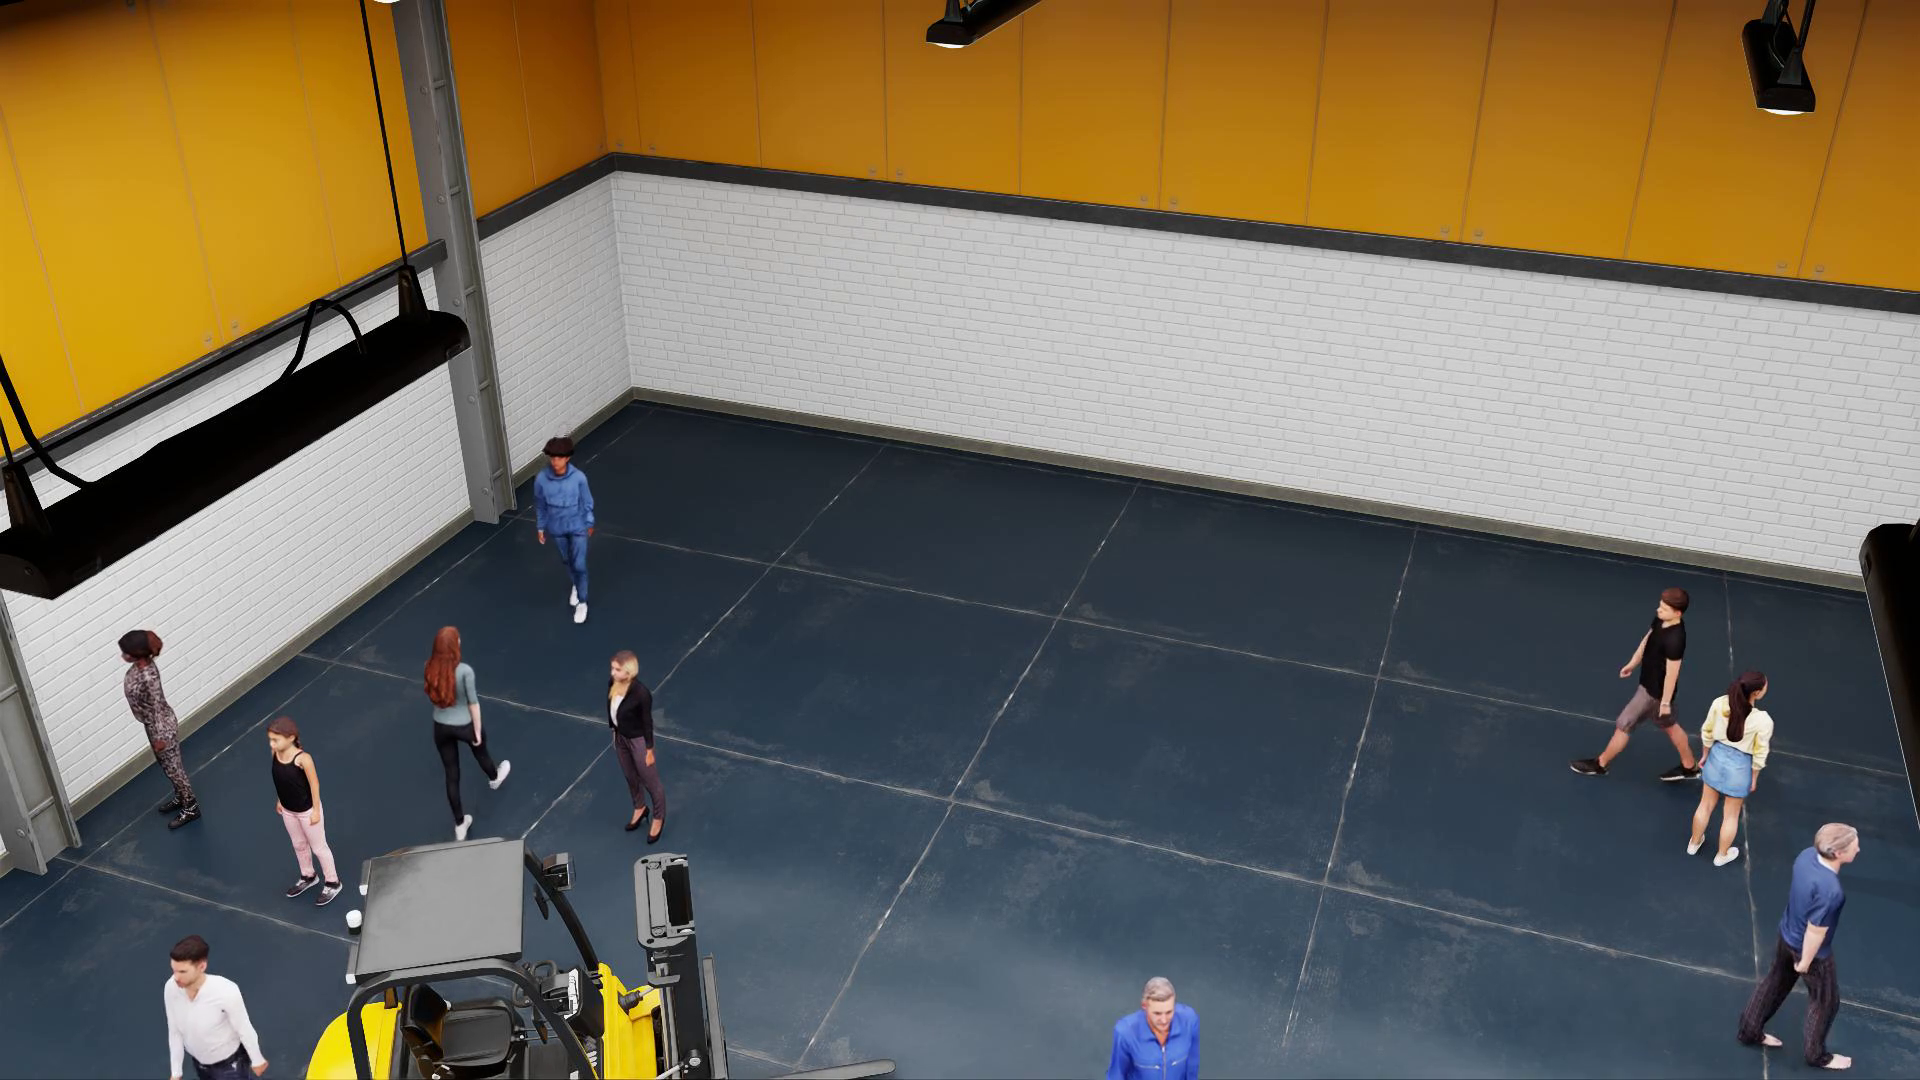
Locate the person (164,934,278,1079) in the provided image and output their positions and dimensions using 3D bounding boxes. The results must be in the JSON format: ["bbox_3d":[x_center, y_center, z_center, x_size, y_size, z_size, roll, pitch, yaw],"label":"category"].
[{"bbox_3d":[-4.292,2.987,9.785,0.605,1.849,1.170,10,30,18],"label":"person"}]

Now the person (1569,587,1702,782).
[{"bbox_3d":[5.603,1.177,13.131,0.771,1.822,1.183,8,30,15],"label":"person"}]

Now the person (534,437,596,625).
[{"bbox_3d":[-3.679,-0.188,15.670,0.811,1.787,0.986,3,29,6],"label":"person"}]

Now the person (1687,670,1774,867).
[{"bbox_3d":[5.733,1.688,12.393,0.696,1.631,0.711,-25,37,-37],"label":"person"}]

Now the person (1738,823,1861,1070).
[{"bbox_3d":[5.297,2.547,10.587,0.867,1.853,0.902,2,29,4],"label":"person"}]

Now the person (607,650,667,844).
[{"bbox_3d":[-2.450,1.545,12.616,0.651,1.669,0.621,20,35,32],"label":"person"}]

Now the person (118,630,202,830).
[{"bbox_3d":[-6.153,1.428,12.780,0.711,1.717,0.673,-19,34,-31],"label":"person"}]

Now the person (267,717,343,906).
[{"bbox_3d":[-4.763,1.932,12.017,0.535,1.564,0.502,11,31,20],"label":"person"}]

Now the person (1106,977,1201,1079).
[{"bbox_3d":[1.072,3.142,9.548,0.979,1.805,1.057,-6,29,-10],"label":"person"}]

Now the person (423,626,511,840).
[{"bbox_3d":[-3.863,1.502,12.660,0.755,1.702,1.126,3,29,6],"label":"person"}]
